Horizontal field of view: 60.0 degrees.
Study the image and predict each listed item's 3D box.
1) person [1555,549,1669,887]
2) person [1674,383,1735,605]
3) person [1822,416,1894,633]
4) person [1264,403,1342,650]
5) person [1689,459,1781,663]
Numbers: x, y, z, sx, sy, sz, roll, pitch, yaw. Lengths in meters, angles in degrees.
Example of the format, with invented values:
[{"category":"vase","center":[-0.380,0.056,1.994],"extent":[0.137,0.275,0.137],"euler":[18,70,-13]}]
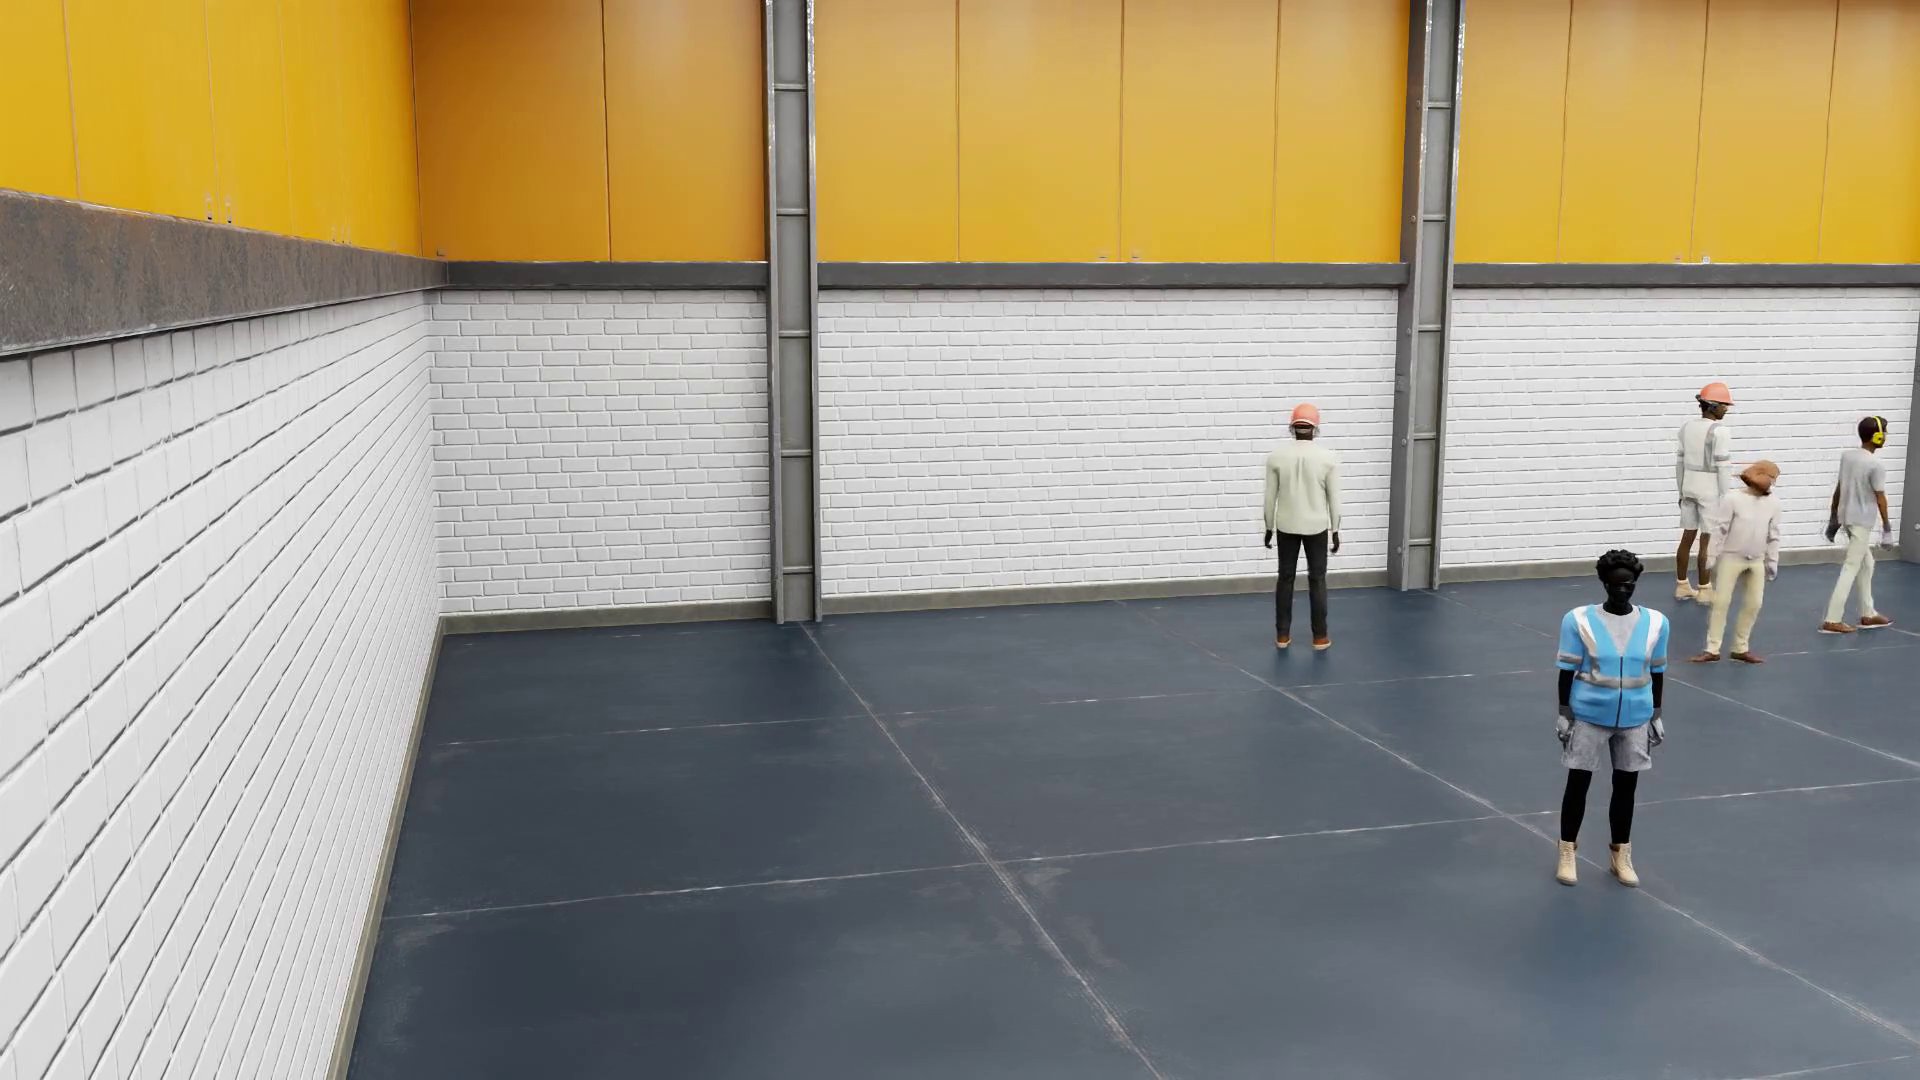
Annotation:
[{"category":"person","center":[3.210,0.877,8.217],"extent":[0.540,1.695,0.317],"euler":[1,9,6]},{"category":"person","center":[6.849,-0.424,15.281],"extent":[0.394,2.038,0.605],"euler":[-3,10,-17]},{"category":"person","center":[7.673,-0.122,13.983],"extent":[0.819,1.841,0.565],"euler":[-1,9,-6]},{"category":"person","center":[2.776,-0.109,13.449],"extent":[0.621,1.991,0.400],"euler":[3,10,19]},{"category":"person","center":[6.003,0.180,12.843],"extent":[0.639,1.612,0.279],"euler":[-1,9,-5]}]
